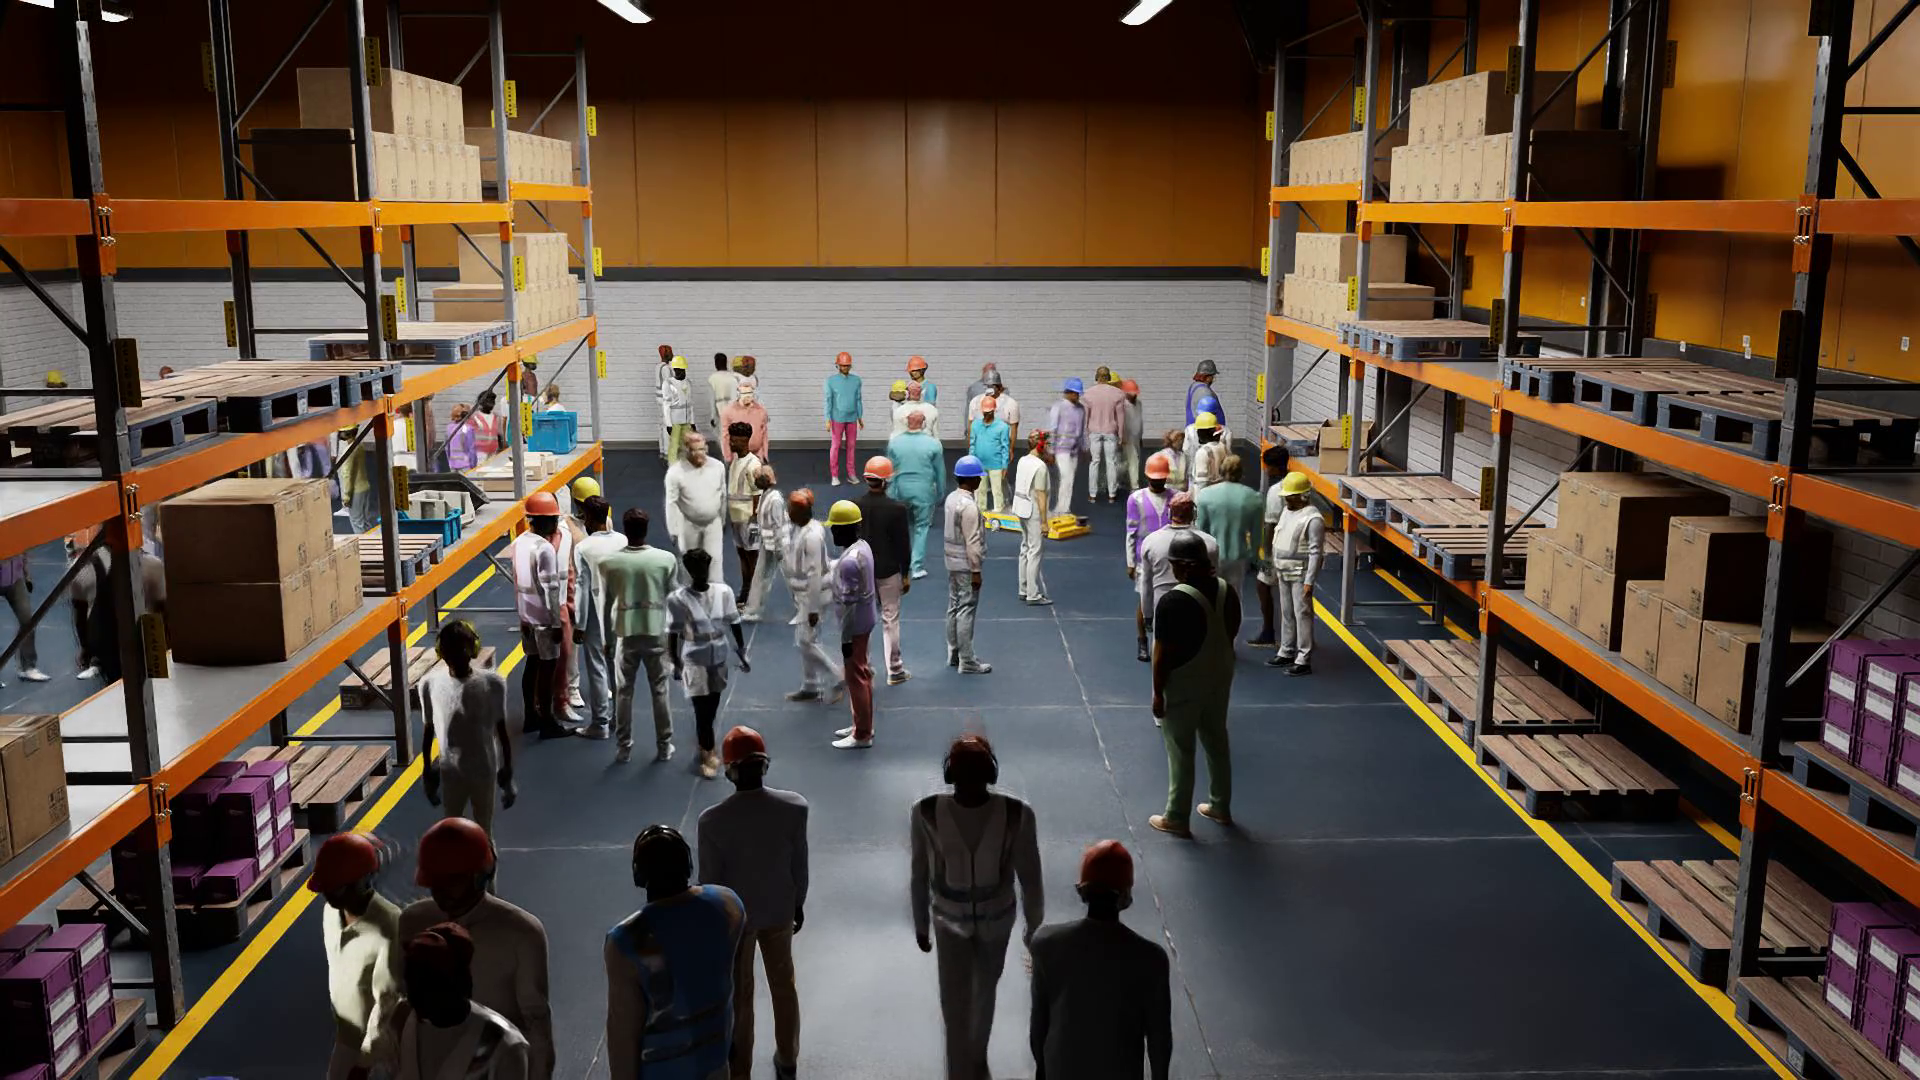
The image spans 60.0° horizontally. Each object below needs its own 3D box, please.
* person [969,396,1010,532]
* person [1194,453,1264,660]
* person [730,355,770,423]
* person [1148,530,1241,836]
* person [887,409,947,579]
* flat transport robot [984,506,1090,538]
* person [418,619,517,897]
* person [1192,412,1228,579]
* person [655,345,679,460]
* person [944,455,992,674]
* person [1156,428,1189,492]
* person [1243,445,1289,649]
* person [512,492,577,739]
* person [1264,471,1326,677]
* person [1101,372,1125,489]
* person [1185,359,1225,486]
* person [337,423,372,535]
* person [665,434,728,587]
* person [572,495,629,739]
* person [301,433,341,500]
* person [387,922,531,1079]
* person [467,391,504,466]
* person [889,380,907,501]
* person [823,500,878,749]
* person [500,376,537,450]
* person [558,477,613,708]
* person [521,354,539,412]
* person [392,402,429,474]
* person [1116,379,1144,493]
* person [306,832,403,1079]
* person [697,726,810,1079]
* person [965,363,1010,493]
[{"bbox_3d":[0.362,-0.978,21.288,0.564,1.743,0.351,6,13,27],"label":"person"},{"bbox_3d":[2.408,0.162,15.102,0.650,1.927,0.463,-1,11,-4],"label":"person"},{"bbox_3d":[-3.235,-1.903,25.605,0.476,1.868,0.609,8,14,34],"label":"person"},{"bbox_3d":[1.516,0.915,11.043,0.703,2.000,0.536,-8,14,-34],"label":"person"},{"bbox_3d":[-0.445,-0.532,18.686,0.640,1.885,0.718,4,12,18],"label":"person"},{"bbox_3d":[0.903,-0.247,21.324,1.431,0.197,0.652,10,15,40],"label":"flat transport robot"},{"bbox_3d":[-2.783,1.324,9.489,0.521,1.855,0.601,-1,11,-5],"label":"person"},{"bbox_3d":[2.679,-0.432,18.092,0.386,1.922,0.594,7,13,32],"label":"person"},{"bbox_3d":[-4.824,-2.268,27.403,0.355,1.883,0.575,-5,12,-25],"label":"person"},{"bbox_3d":[0.054,0.214,14.791,0.388,1.947,0.614,-4,12,-19],"label":"person"},{"bbox_3d":[2.411,-0.479,19.144,0.520,1.651,0.524,-7,13,-30],"label":"person"},{"bbox_3d":[2.989,0.079,15.511,0.608,1.925,0.697,10,15,41],"label":"person"},{"bbox_3d":[-3.247,0.580,12.989,0.377,1.932,0.552,-10,15,-41],"label":"person"},{"bbox_3d":[2.963,0.291,14.719,0.403,1.823,0.588,-4,12,-19],"label":"person"},{"bbox_3d":[2.259,-1.617,24.519,0.327,1.732,0.487,-5,12,-23],"label":"person"},{"bbox_3d":[3.424,-1.501,23.159,0.535,2.000,0.687,-2,12,-11],"label":"person"},{"bbox_3d":[-6.965,-0.552,19.111,0.341,1.760,0.525,0,11,-1],"label":"person"},{"bbox_3d":[-2.621,-0.140,16.784,0.675,1.852,0.983,-5,12,-23],"label":"person"},{"bbox_3d":[-2.780,0.596,12.991,0.409,1.907,0.598,6,13,28],"label":"person"},{"bbox_3d":[-9.014,-1.338,23.220,0.538,1.722,0.833,-1,11,-4],"label":"person"},{"bbox_3d":[-1.614,2.122,5.422,0.577,1.876,0.362,7,13,31],"label":"person"},{"bbox_3d":[-6.370,-1.181,22.452,0.549,1.671,0.546,9,14,38],"label":"person"},{"bbox_3d":[-0.836,-1.358,23.193,0.295,1.744,0.491,0,11,-2],"label":"person"},{"bbox_3d":[-0.838,0.642,12.737,0.395,1.919,0.582,1,11,6],"label":"person"},{"bbox_3d":[-6.097,-1.387,23.076,0.514,1.845,0.336,-4,12,-21],"label":"person"},{"bbox_3d":[-3.105,0.419,13.835,0.586,1.921,0.379,-11,16,-43],"label":"person"},{"bbox_3d":[-7.074,-2.206,27.418,0.340,1.760,0.531,2,11,9],"label":"person"},{"bbox_3d":[-6.862,-0.877,20.607,0.572,1.821,0.840,-5,12,-25],"label":"person"},{"bbox_3d":[2.391,-1.459,23.765,0.660,1.712,0.584,9,15,39],"label":"person"},{"bbox_3d":[-2.386,1.974,6.557,0.551,1.703,0.853,7,13,32],"label":"person"},{"bbox_3d":[-0.972,1.716,7.771,0.560,1.743,0.334,-7,13,-31],"label":"person"},{"bbox_3d":[0.435,-1.651,24.348,0.674,1.864,0.968,3,12,14],"label":"person"}]
